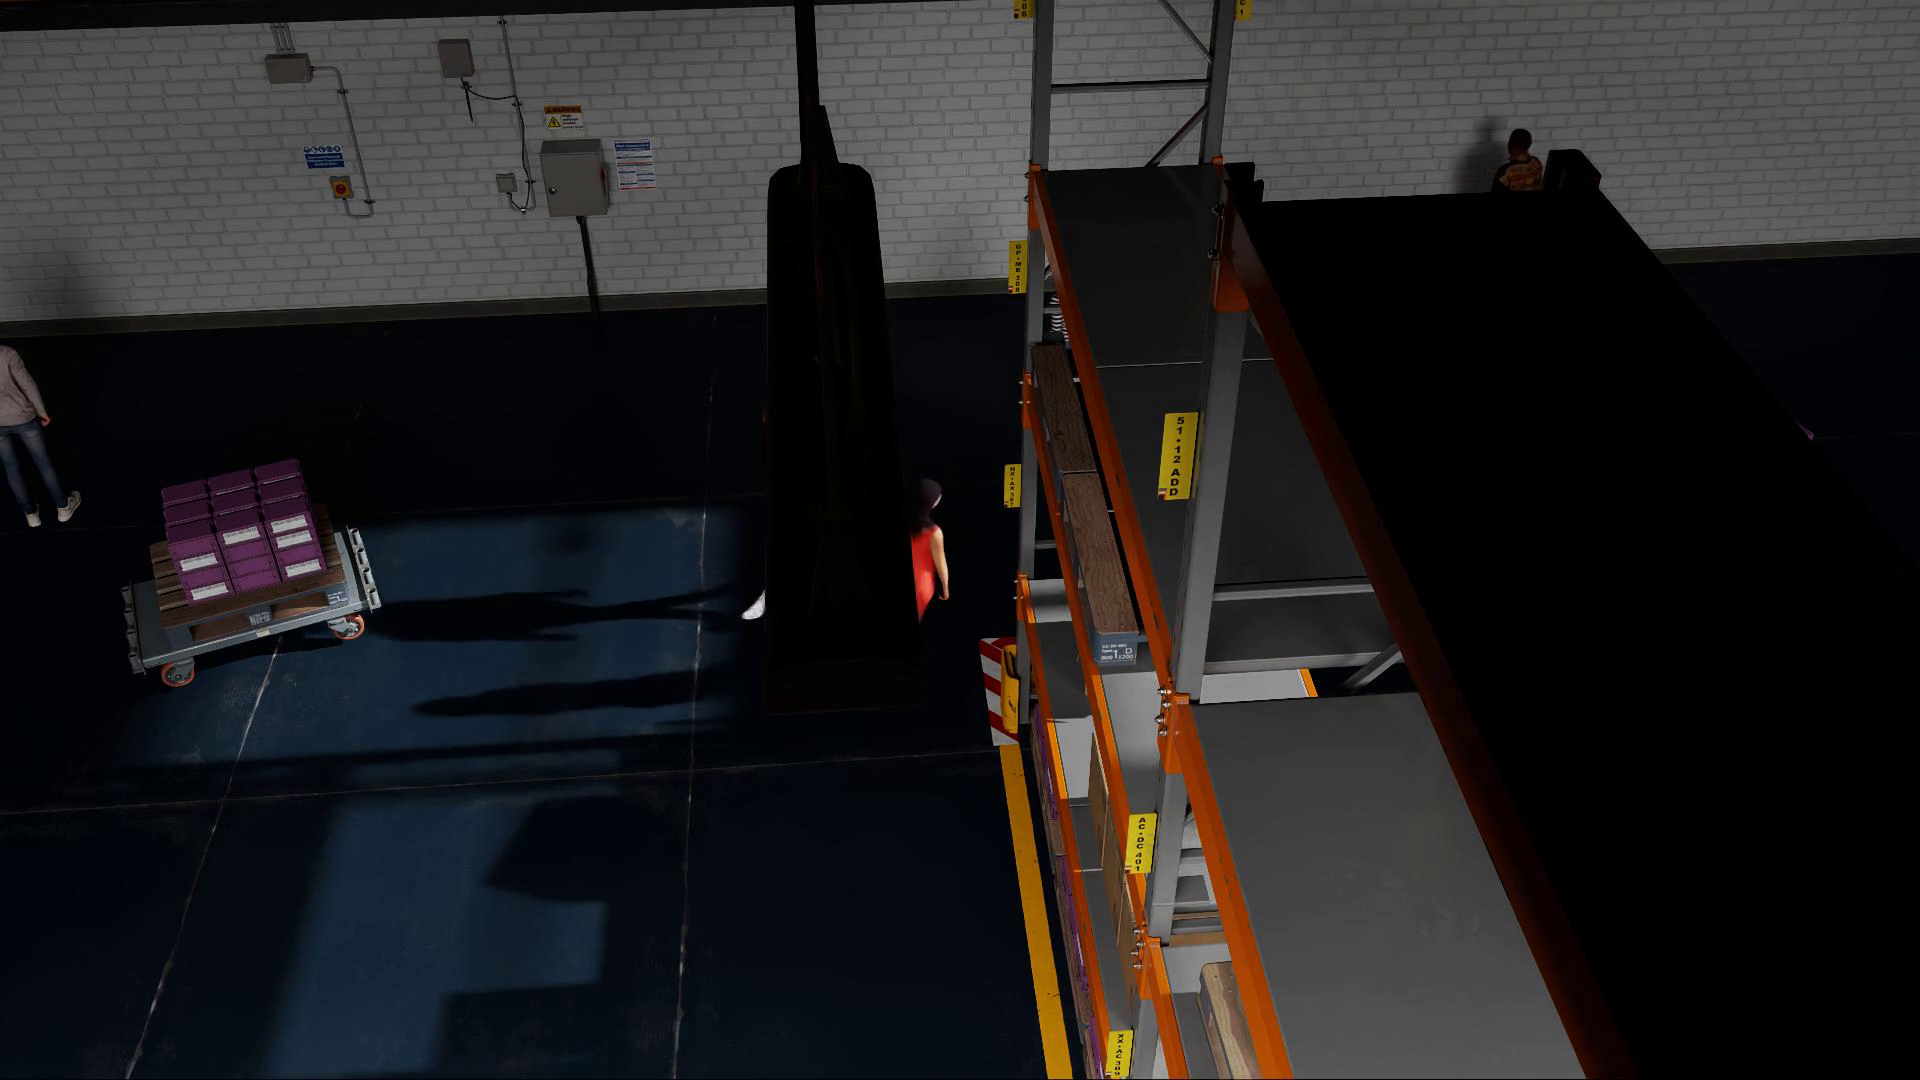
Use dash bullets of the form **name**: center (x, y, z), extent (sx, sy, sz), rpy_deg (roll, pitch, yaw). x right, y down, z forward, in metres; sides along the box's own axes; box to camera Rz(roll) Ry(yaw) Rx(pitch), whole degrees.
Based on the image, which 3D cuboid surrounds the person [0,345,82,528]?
- **person**: center (-7.170, -0.920, 12.516), extent (0.718, 1.854, 0.650), rpy_deg (-12, 40, -14)

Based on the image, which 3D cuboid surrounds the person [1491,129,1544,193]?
- **person**: center (4.907, -2.835, 14.954), extent (0.810, 1.805, 0.819), rpy_deg (-21, 43, -24)

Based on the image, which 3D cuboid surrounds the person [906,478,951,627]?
- **person**: center (-0.342, 0.320, 11.085), extent (0.739, 1.702, 0.783), rpy_deg (18, 42, 22)
